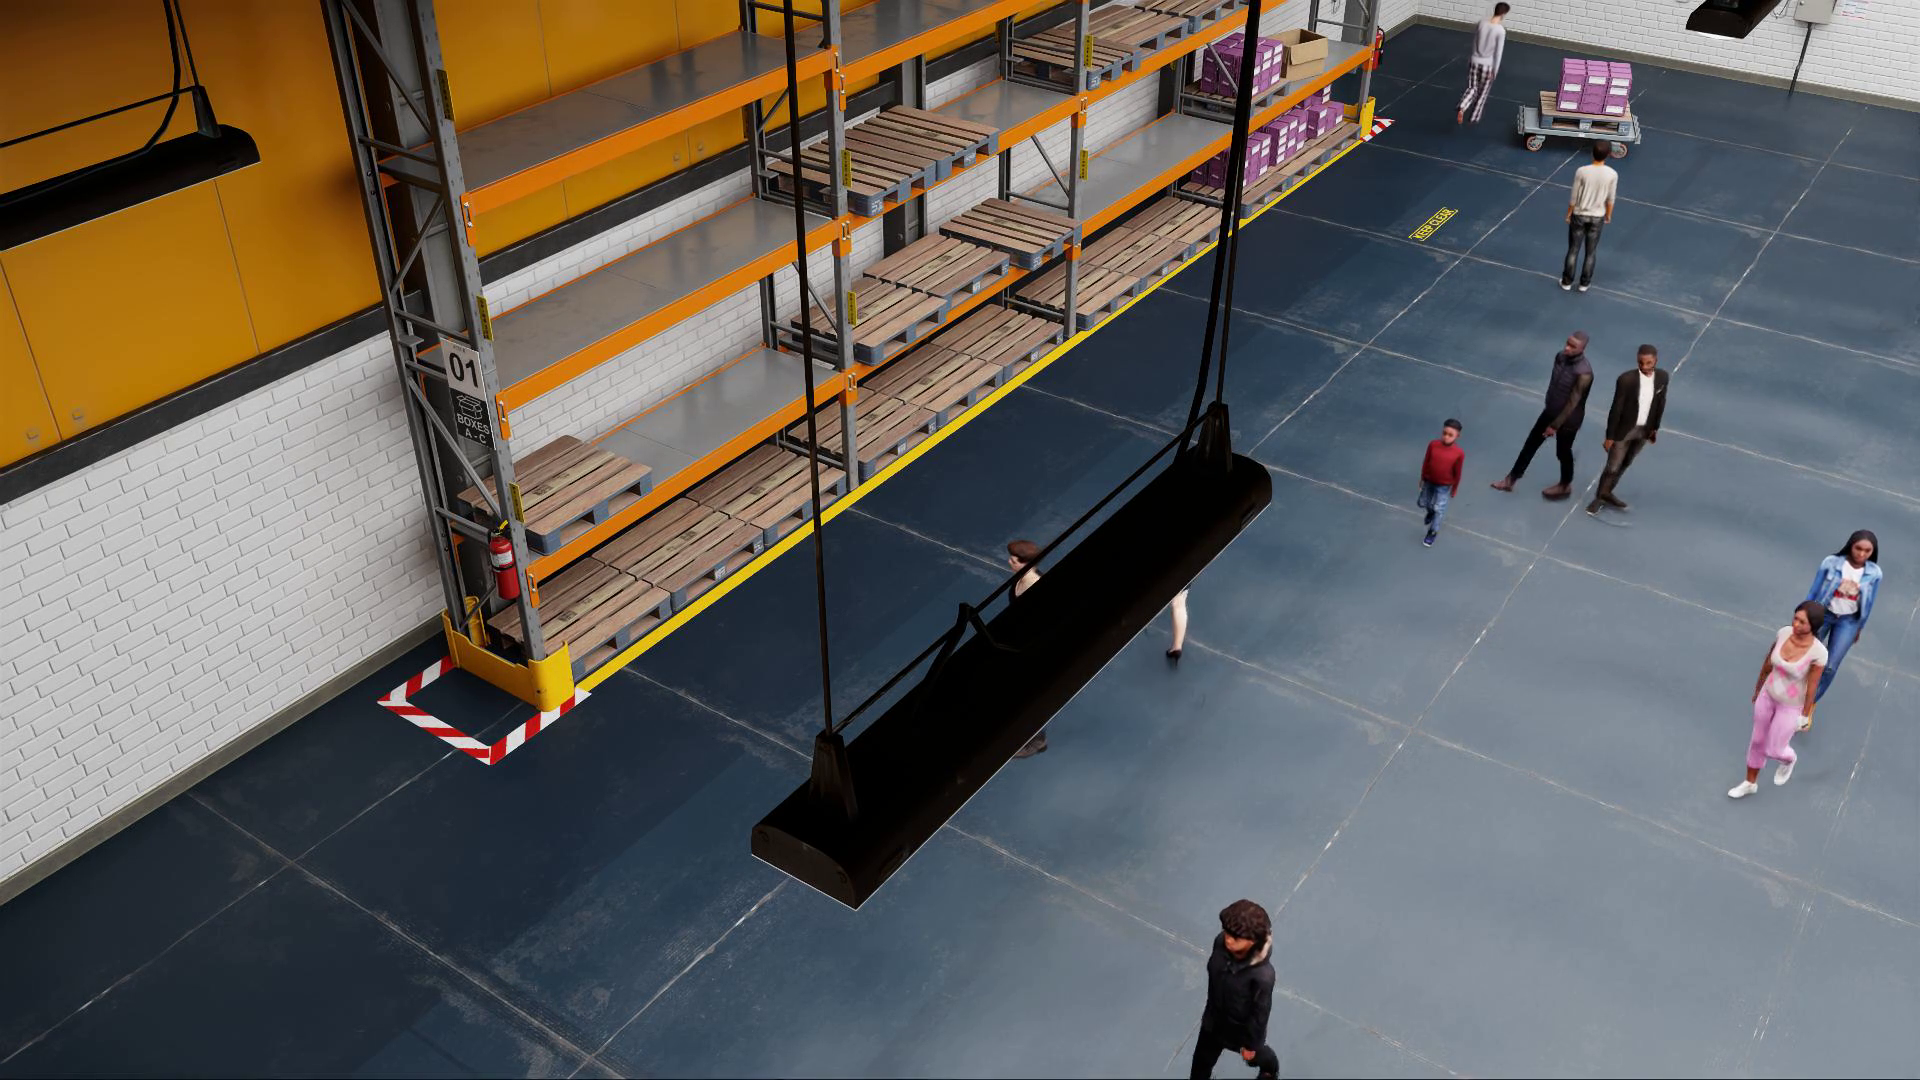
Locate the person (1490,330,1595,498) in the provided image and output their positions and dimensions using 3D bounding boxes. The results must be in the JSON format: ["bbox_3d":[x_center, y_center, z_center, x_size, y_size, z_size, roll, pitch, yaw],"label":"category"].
[{"bbox_3d":[5.671,-1.134,15.446,1.170,1.797,1.075,-7,34,-10],"label":"person"}]

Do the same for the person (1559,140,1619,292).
[{"bbox_3d":[7.340,-3.783,19.418,0.716,1.812,0.667,8,34,11],"label":"person"}]

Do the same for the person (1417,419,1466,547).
[{"bbox_3d":[4.368,-0.570,15.095,0.509,1.247,0.657,23,40,30],"label":"person"}]

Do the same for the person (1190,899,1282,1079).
[{"bbox_3d":[1.668,2.738,9.668,1.205,1.746,0.831,-25,41,-32],"label":"person"}]

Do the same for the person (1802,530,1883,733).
[{"bbox_3d":[6.770,0.608,12.921,0.739,1.691,1.110,14,36,20],"label":"person"}]

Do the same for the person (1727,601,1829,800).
[{"bbox_3d":[6.012,1.162,12.049,0.898,1.734,0.794,-15,37,-22],"label":"person"}]

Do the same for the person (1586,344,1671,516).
[{"bbox_3d":[6.146,-1.014,15.283,0.794,1.779,0.869,-16,37,-22],"label":"person"}]

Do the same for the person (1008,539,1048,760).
[{"bbox_3d":[0.518,0.796,12.454,0.785,1.895,0.748,-9,35,-13],"label":"person"}]

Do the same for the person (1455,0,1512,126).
[{"bbox_3d":[7.503,-6.813,23.978,0.758,1.811,0.889,25,41,33],"label":"person"}]
